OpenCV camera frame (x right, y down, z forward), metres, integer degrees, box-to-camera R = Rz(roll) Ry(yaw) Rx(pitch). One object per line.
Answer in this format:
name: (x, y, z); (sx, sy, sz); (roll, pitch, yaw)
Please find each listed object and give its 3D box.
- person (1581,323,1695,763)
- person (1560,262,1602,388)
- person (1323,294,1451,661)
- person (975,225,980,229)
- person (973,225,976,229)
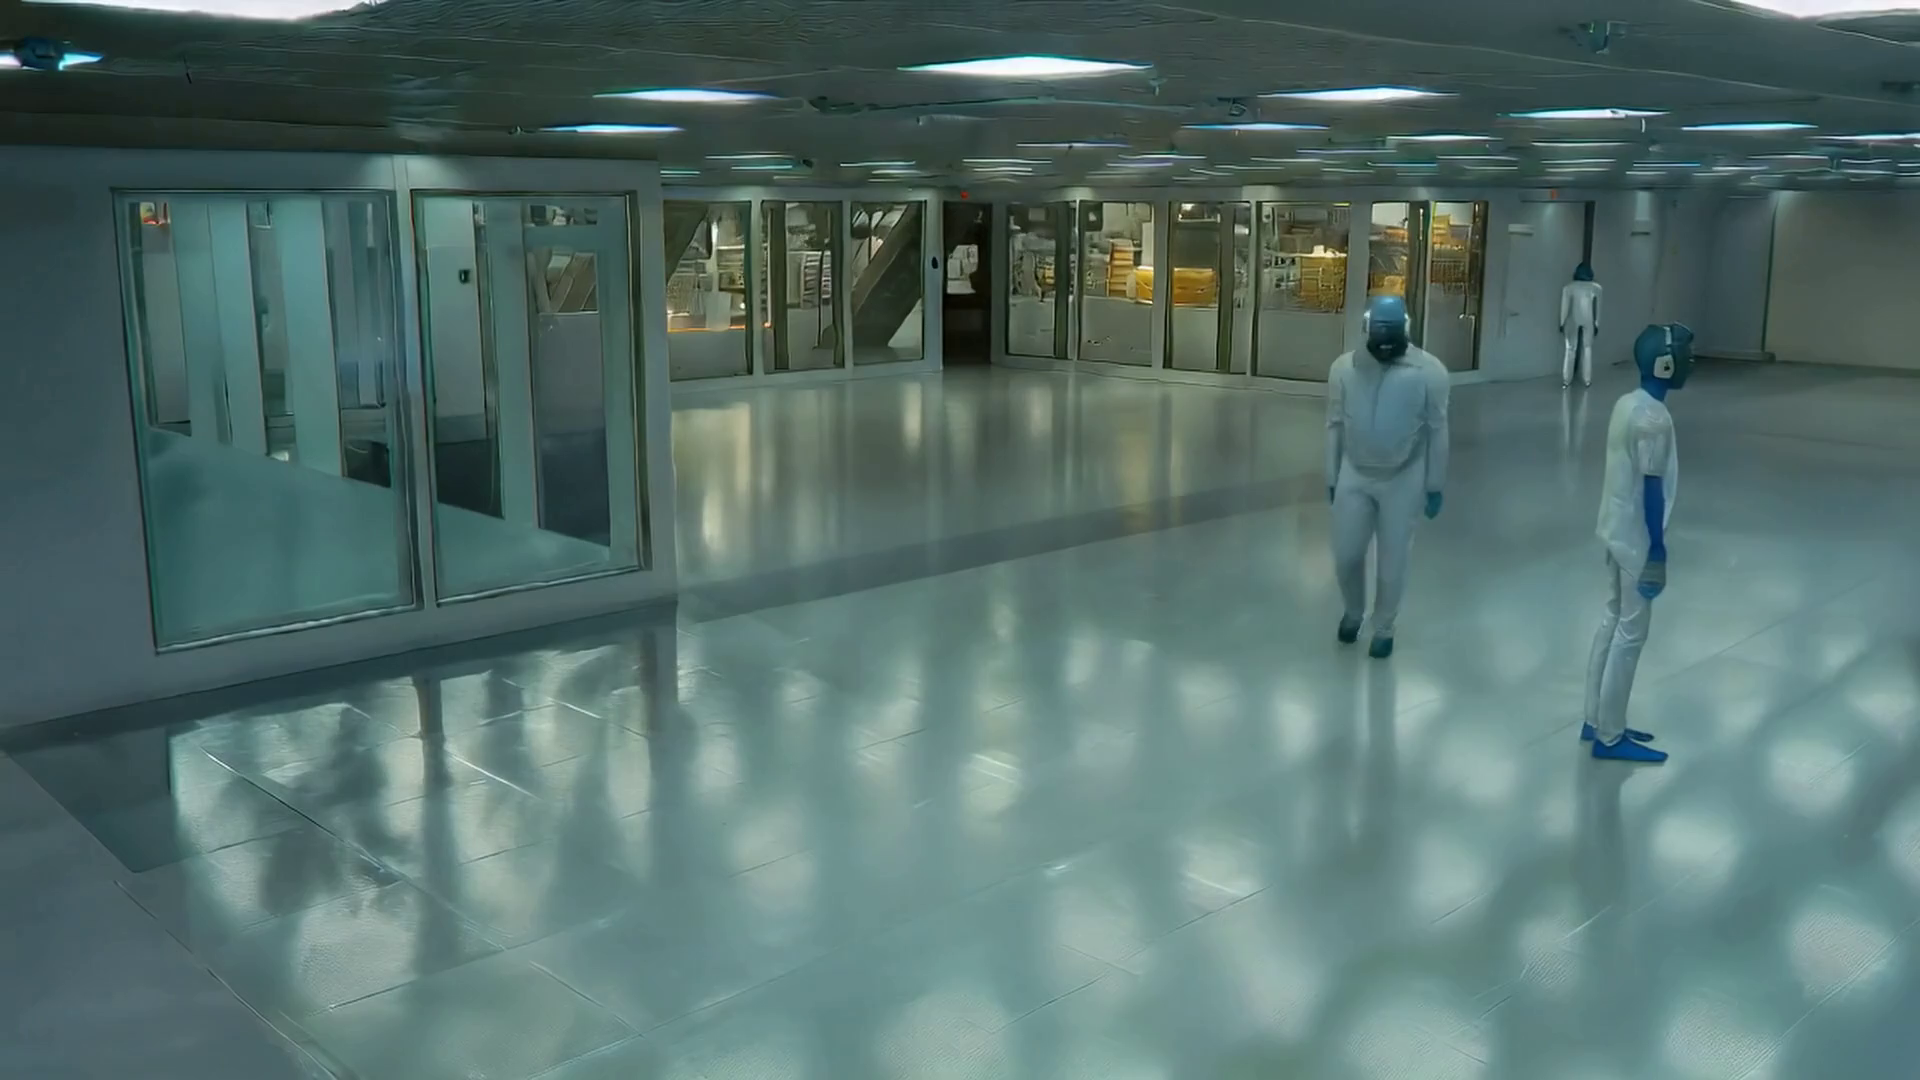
person: (2.866, 0.017, 7.022); (0.328, 1.861, 0.500); (1, 11, 3)
person: (8.087, -2.801, 21.682); (0.500, 1.633, 0.280); (4, 12, 18)
person: (2.179, -0.314, 8.575); (0.648, 1.891, 0.437); (4, 12, 21)
person: (0.468, -7.359, 43.818); (0.592, 1.931, 0.971); (1, 11, 3)
person: (0.497, -8.460, 49.285); (0.544, 1.939, 0.372); (-11, 16, -44)
